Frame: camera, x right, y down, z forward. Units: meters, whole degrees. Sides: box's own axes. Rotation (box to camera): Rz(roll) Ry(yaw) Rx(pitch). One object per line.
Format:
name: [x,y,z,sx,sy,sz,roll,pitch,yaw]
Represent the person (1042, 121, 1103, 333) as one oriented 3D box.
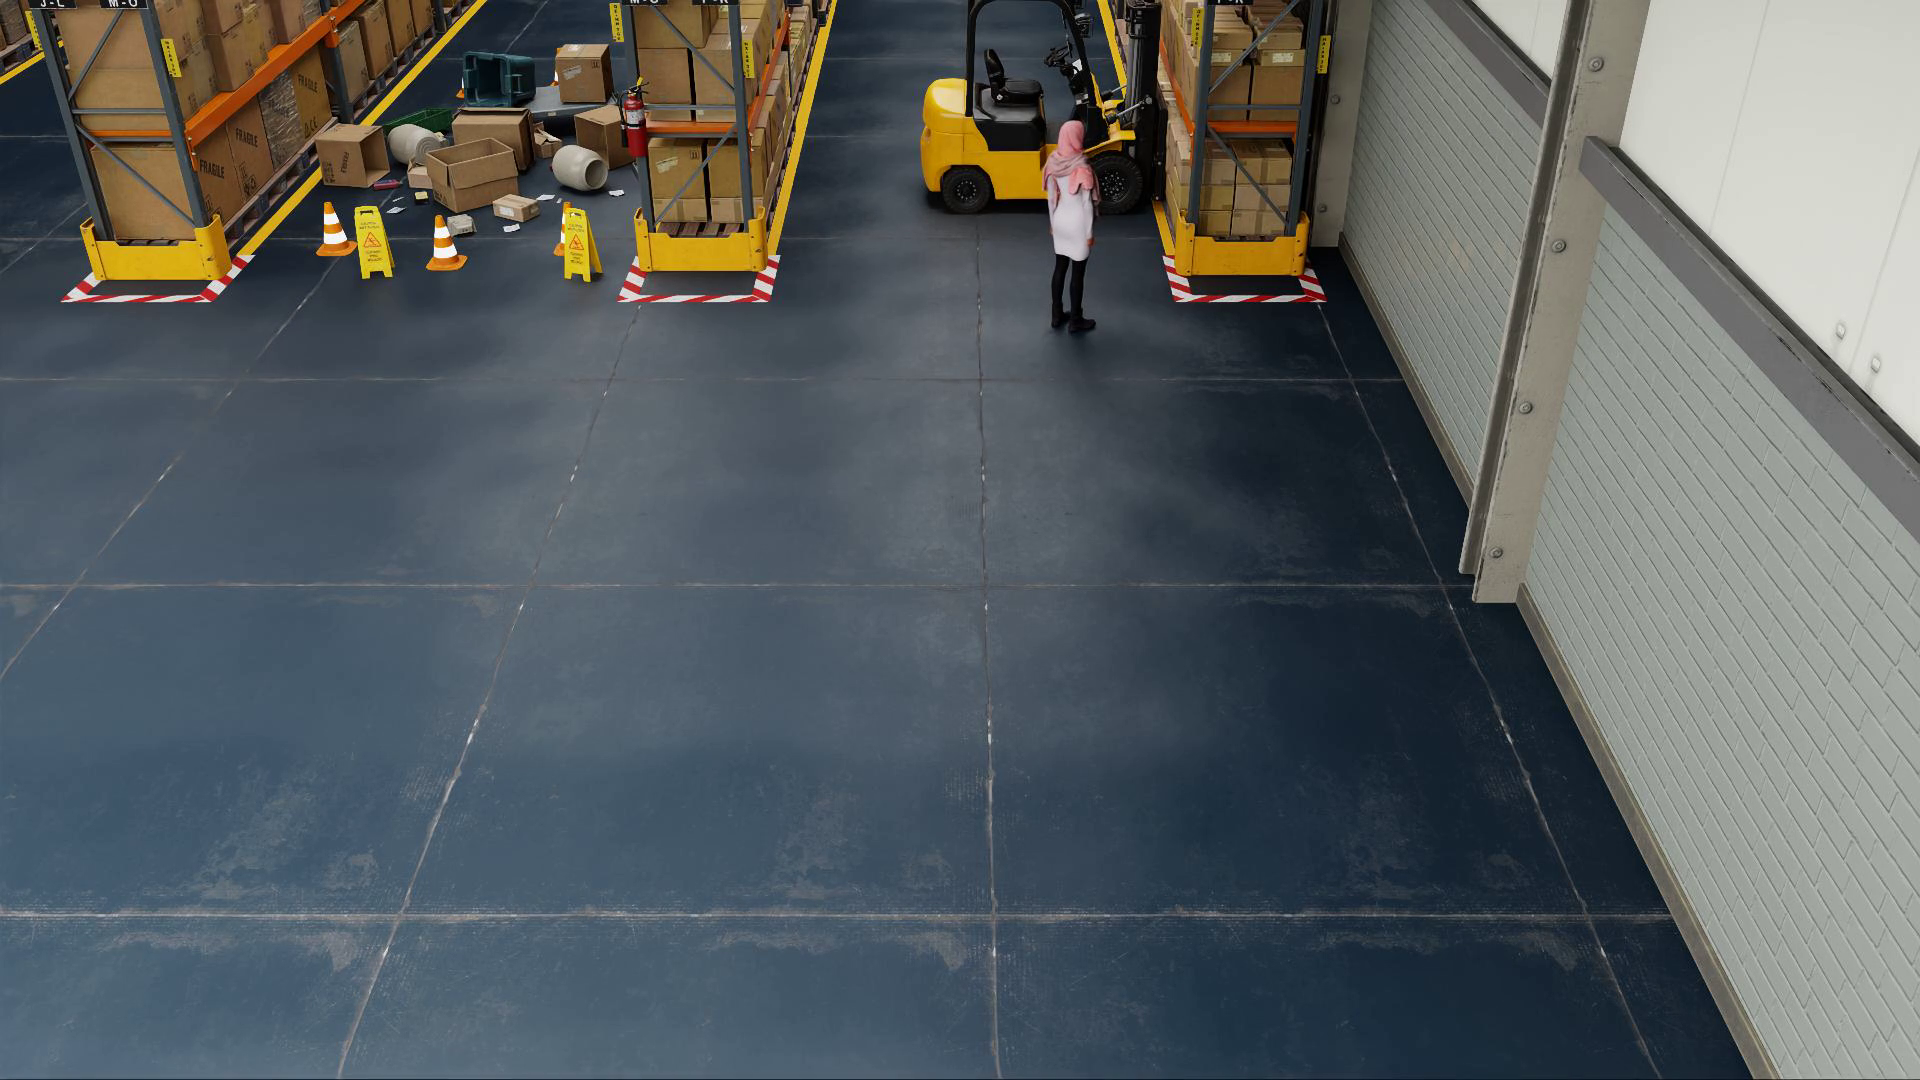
person: [0.928,-2.608,13.848,0.736,1.804,0.795,28,41,36]
